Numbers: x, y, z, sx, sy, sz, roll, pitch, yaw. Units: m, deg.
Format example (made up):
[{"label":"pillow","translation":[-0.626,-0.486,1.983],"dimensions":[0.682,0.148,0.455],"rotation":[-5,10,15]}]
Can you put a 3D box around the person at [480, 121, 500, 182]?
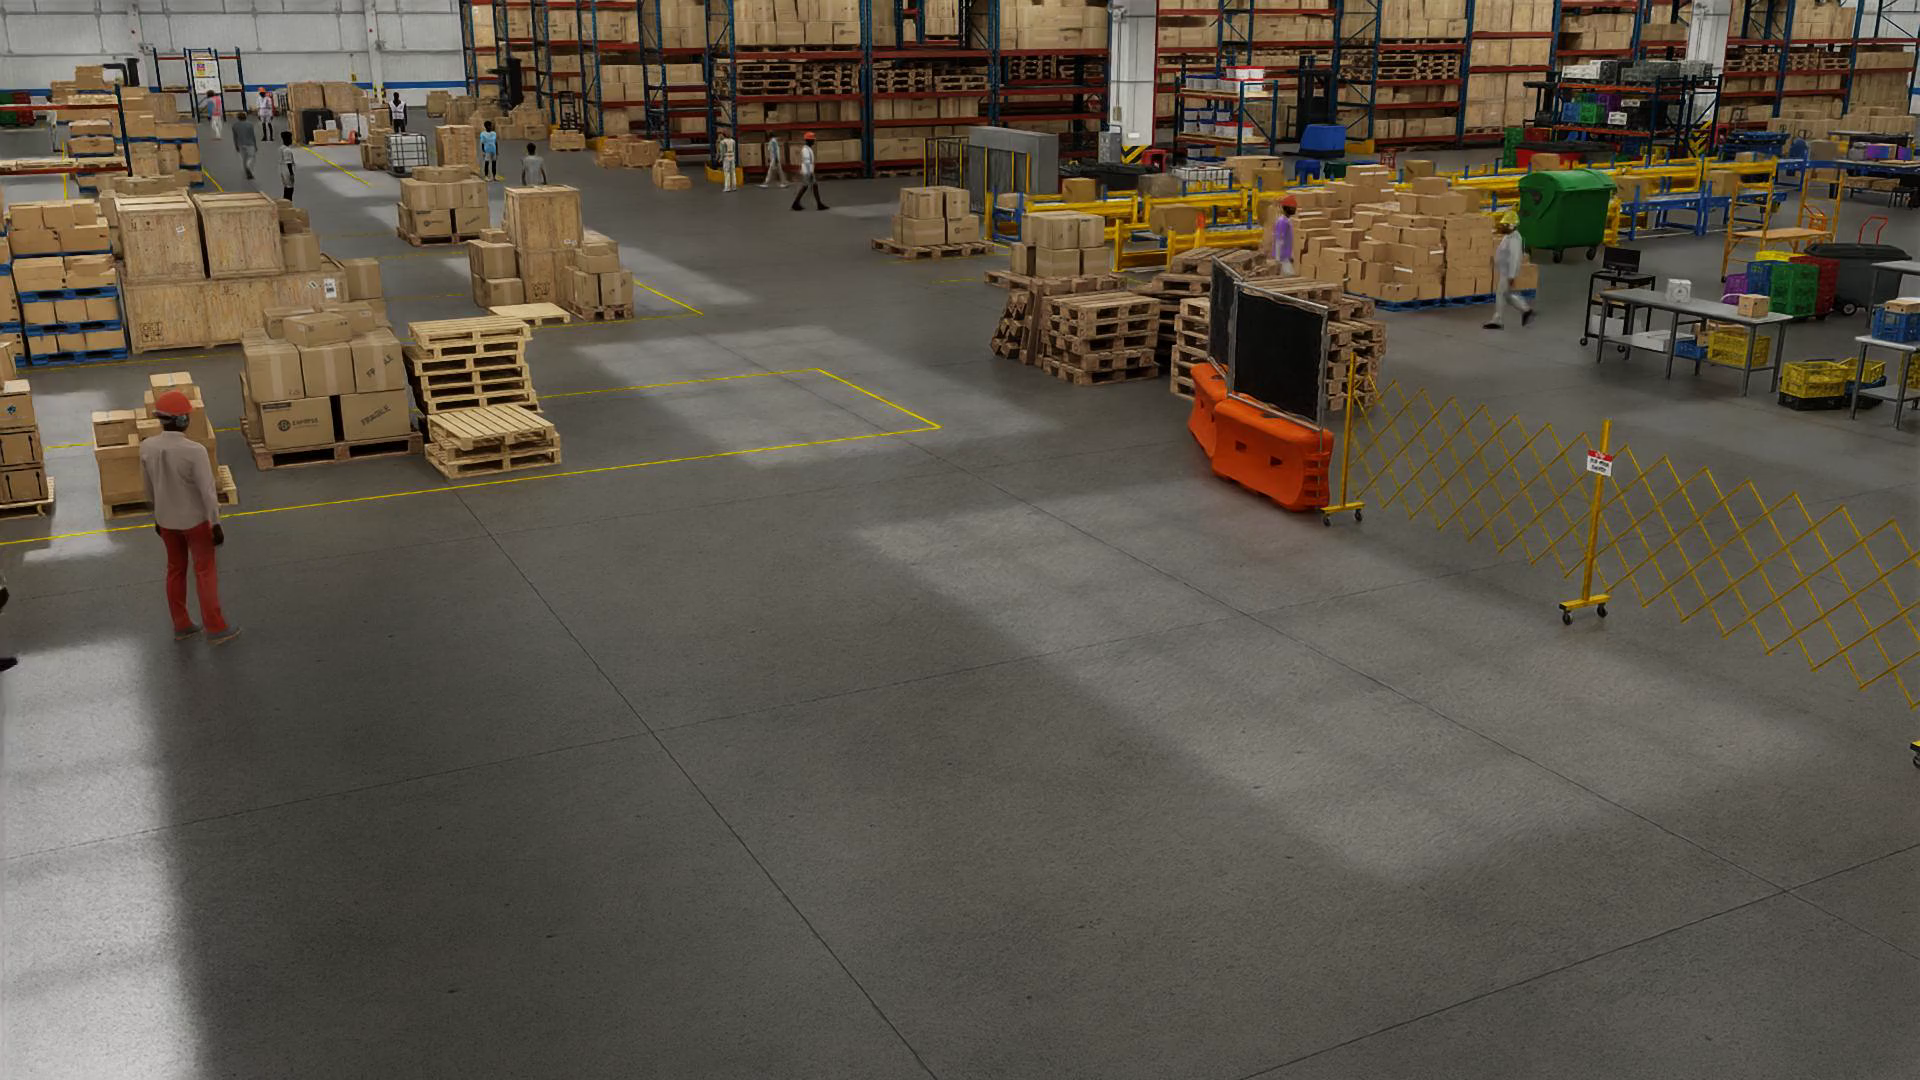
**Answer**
[{"label":"person","translation":[-13.285,-10.978,46.980],"dimensions":[0.322,1.689,0.530],"rotation":[15,23,38]}]

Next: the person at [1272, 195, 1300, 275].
[{"label":"person","translation":[5.296,-4.541,26.571],"dimensions":[0.930,1.896,0.570],"rotation":[5,18,14]}]

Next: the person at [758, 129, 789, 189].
[{"label":"person","translation":[-5.060,-10.337,45.136],"dimensions":[0.858,1.585,0.523],"rotation":[-3,18,-9]}]

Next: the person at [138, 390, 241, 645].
[{"label":"person","translation":[-5.942,-0.169,12.789],"dimensions":[0.622,1.992,0.396],"rotation":[5,18,15]}]

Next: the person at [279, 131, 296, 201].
[{"label":"person","translation":[-15.954,-8.717,39.509],"dimensions":[0.383,1.957,0.606],"rotation":[-11,21,-32]}]

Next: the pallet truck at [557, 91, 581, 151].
[{"label":"pallet truck","translation":[-13.495,-14.412,57.188],"dimensions":[0.823,1.965,1.885],"rotation":[-3,18,-9]}]

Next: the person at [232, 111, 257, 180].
[{"label":"person","translation":[-20.363,-11.246,47.424],"dimensions":[0.649,1.929,0.442],"rotation":[0,18,1]}]

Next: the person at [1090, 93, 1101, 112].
[{"label":"person","translation":[5.120,-16.398,63.577],"dimensions":[0.538,1.877,0.680],"rotation":[10,20,29]}]

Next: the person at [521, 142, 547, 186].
[{"label":"person","translation":[-9.601,-8.014,37.480],"dimensions":[0.546,1.843,0.701],"rotation":[-6,19,-18]}]

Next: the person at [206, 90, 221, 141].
[{"label":"person","translation":[-27.557,-15.679,61.451],"dimensions":[0.446,1.816,0.674],"rotation":[1,18,5]}]

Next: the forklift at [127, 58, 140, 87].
[{"label":"forklift","translation":[-32.384,-17.515,65.438],"dimensions":[1.873,2.768,1.129],"rotation":[-9,20,-26]}]

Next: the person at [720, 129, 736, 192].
[{"label":"person","translation":[-6.193,-10.128,44.413],"dimensions":[0.309,1.638,0.511],"rotation":[14,23,38]}]

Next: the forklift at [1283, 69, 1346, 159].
[{"label":"forklift","translation":[11.615,-13.871,54.079],"dimensions":[1.129,2.768,1.873],"rotation":[-9,20,-27]}]

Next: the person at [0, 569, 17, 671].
[{"label":"person","translation":[-7.257,0.089,12.142],"dimensions":[0.609,1.896,0.421],"rotation":[7,19,22]}]

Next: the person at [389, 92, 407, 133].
[{"label":"person","translation":[-19.689,-14.731,58.331],"dimensions":[0.592,1.912,0.385],"rotation":[-2,18,-7]}]

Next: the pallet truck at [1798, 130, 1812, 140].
[{"label":"pallet truck","translation":[25.526,-11.556,49.408],"dimensions":[1.630,1.274,0.653],"rotation":[-9,20,-26]}]

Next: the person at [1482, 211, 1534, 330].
[{"label":"person","translation":[8.420,-4.097,25.324],"dimensions":[0.682,1.817,0.602],"rotation":[3,18,10]}]

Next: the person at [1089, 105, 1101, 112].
[{"label":"person","translation":[5.335,-16.893,65.508],"dimensions":[0.501,1.633,0.285],"rotation":[3,18,9]}]

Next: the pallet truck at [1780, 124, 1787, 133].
[{"label":"pallet truck","translation":[25.206,-12.542,52.601],"dimensions":[1.601,1.201,0.680],"rotation":[0,18,-2]}]

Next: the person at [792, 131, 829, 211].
[{"label":"person","translation":[-3.682,-8.919,40.241],"dimensions":[0.909,1.898,0.555],"rotation":[2,18,5]}]

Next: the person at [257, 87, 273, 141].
[{"label":"person","translation":[-25.587,-15.668,61.242],"dimensions":[0.572,1.921,0.379],"rotation":[2,18,7]}]

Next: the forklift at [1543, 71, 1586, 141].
[{"label":"forklift","translation":[18.685,-13.231,52.085],"dimensions":[1.873,2.768,1.129],"rotation":[-9,20,-26]}]

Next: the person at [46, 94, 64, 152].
[{"label":"person","translation":[-30.803,-14.156,56.486],"dimensions":[0.372,1.940,0.627],"rotation":[-9,20,-26]}]

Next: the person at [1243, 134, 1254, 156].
[{"label":"person","translation":[7.906,-10.417,45.362],"dimensions":[0.609,1.618,0.503],"rotation":[-5,19,-16]}]

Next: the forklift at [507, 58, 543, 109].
[{"label":"forklift","translation":[-17.451,-17.546,65.536],"dimensions":[1.873,2.768,1.129],"rotation":[-9,20,-26]}]
